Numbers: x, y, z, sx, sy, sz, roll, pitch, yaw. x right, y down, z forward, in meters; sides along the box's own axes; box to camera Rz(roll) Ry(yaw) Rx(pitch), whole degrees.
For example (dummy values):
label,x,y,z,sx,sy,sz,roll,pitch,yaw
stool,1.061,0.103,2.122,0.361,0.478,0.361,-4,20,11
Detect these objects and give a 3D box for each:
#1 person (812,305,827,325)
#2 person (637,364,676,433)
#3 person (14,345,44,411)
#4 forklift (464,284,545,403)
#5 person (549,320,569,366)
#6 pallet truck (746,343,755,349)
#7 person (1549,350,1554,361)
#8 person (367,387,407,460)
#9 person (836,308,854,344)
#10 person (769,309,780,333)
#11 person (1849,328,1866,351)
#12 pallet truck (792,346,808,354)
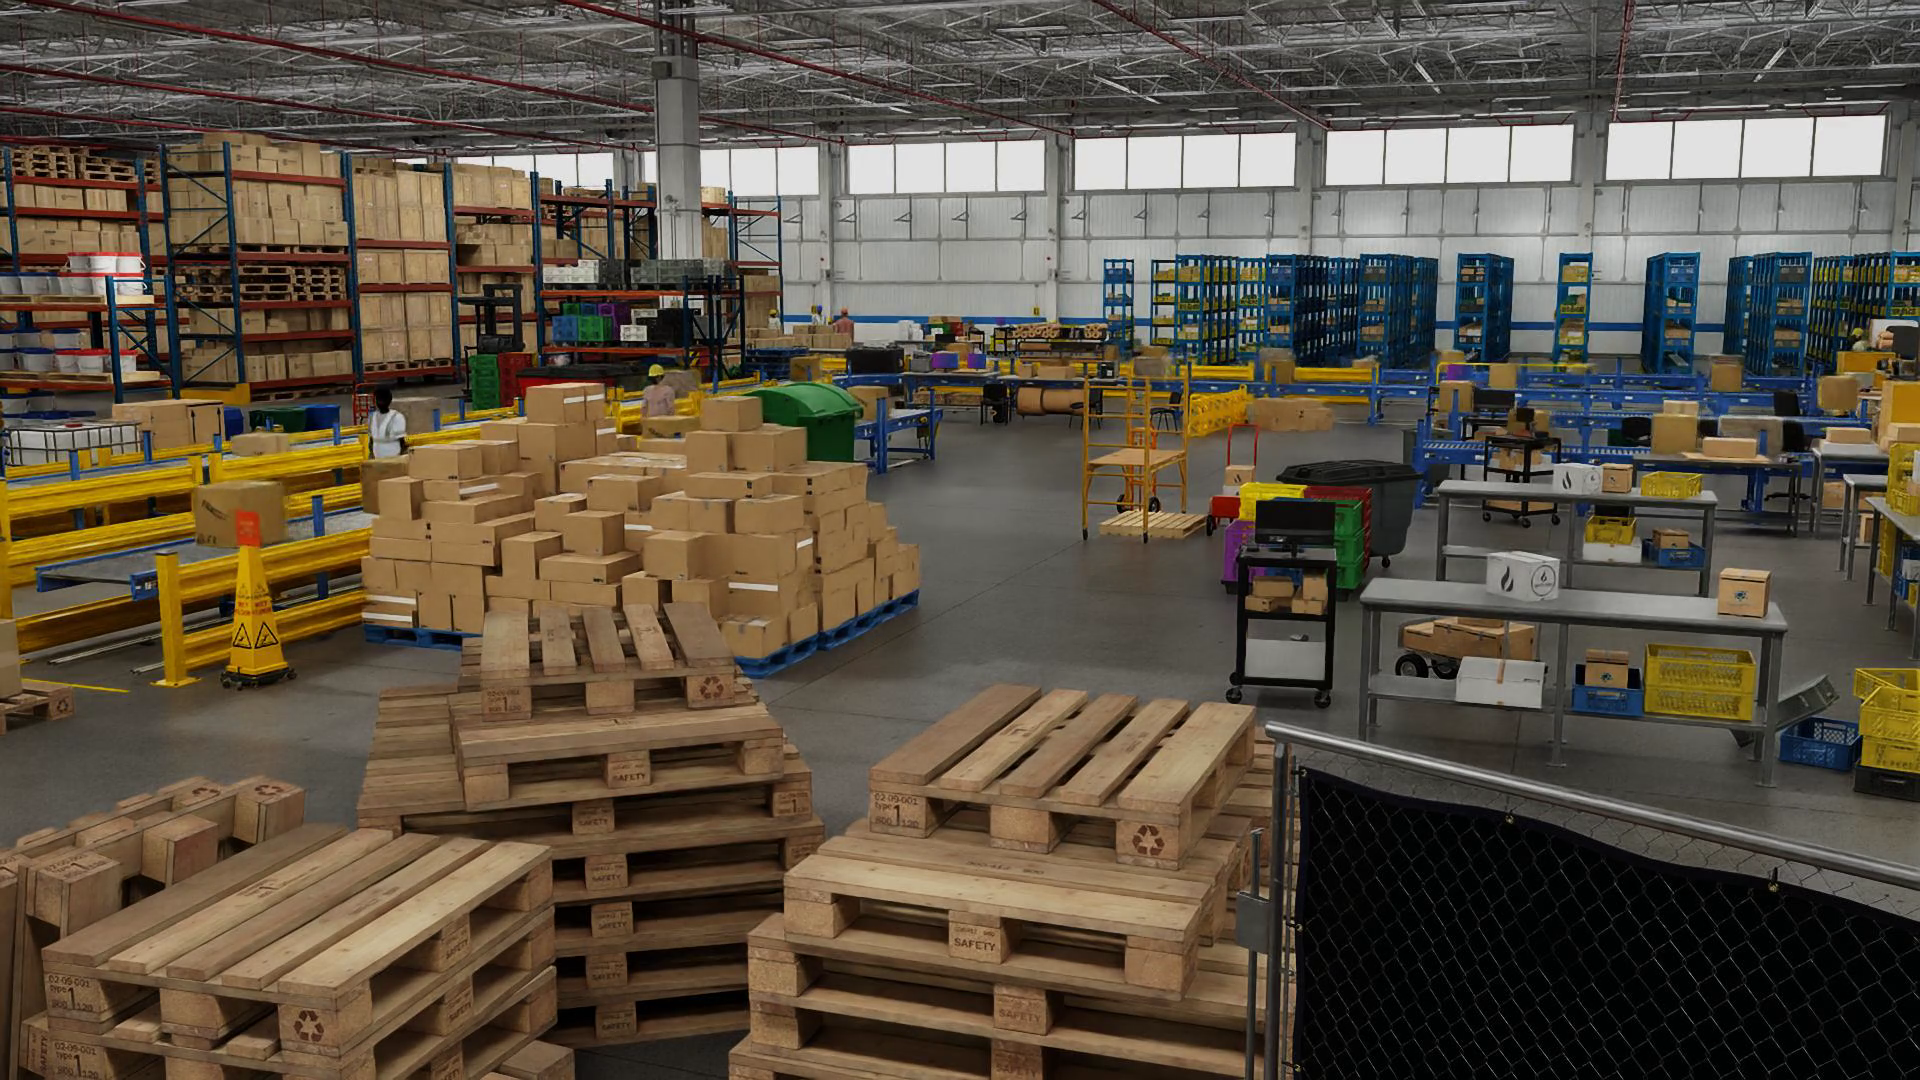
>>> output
label,x,y,z,sx,sy,sz,roll,pitch,yaw
person,-5.121,-7.585,60.654,0.614,1.939,0.408,-6,11,-32
person,-4.403,-1.669,24.127,0.544,1.750,0.565,5,10,28
person,-19.702,-3.485,35.202,1.012,1.845,0.656,8,12,42
forklift,-10.832,-4.702,39.610,1.129,2.768,1.873,3,10,20
person,-10.231,-4.710,42.755,0.641,1.907,0.941,6,11,34
pallet truck,-6.183,-4.618,44.264,1.601,1.201,0.680,-9,12,-43
person,21.321,-7.206,58.724,0.960,1.805,0.567,3,9,17
person,-6.991,-1.039,20.333,0.540,1.682,0.388,4,10,25
person,-3.720,-6.504,53.822,0.605,1.948,1.014,-1,9,-5
person,-6.982,-7.770,62.392,0.525,1.759,0.337,6,11,35
person,20.992,-4.050,38.867,0.624,1.814,0.601,4,10,25
pallet truck,-3.705,-4.298,42.022,0.653,1.274,1.630,3,10,20
